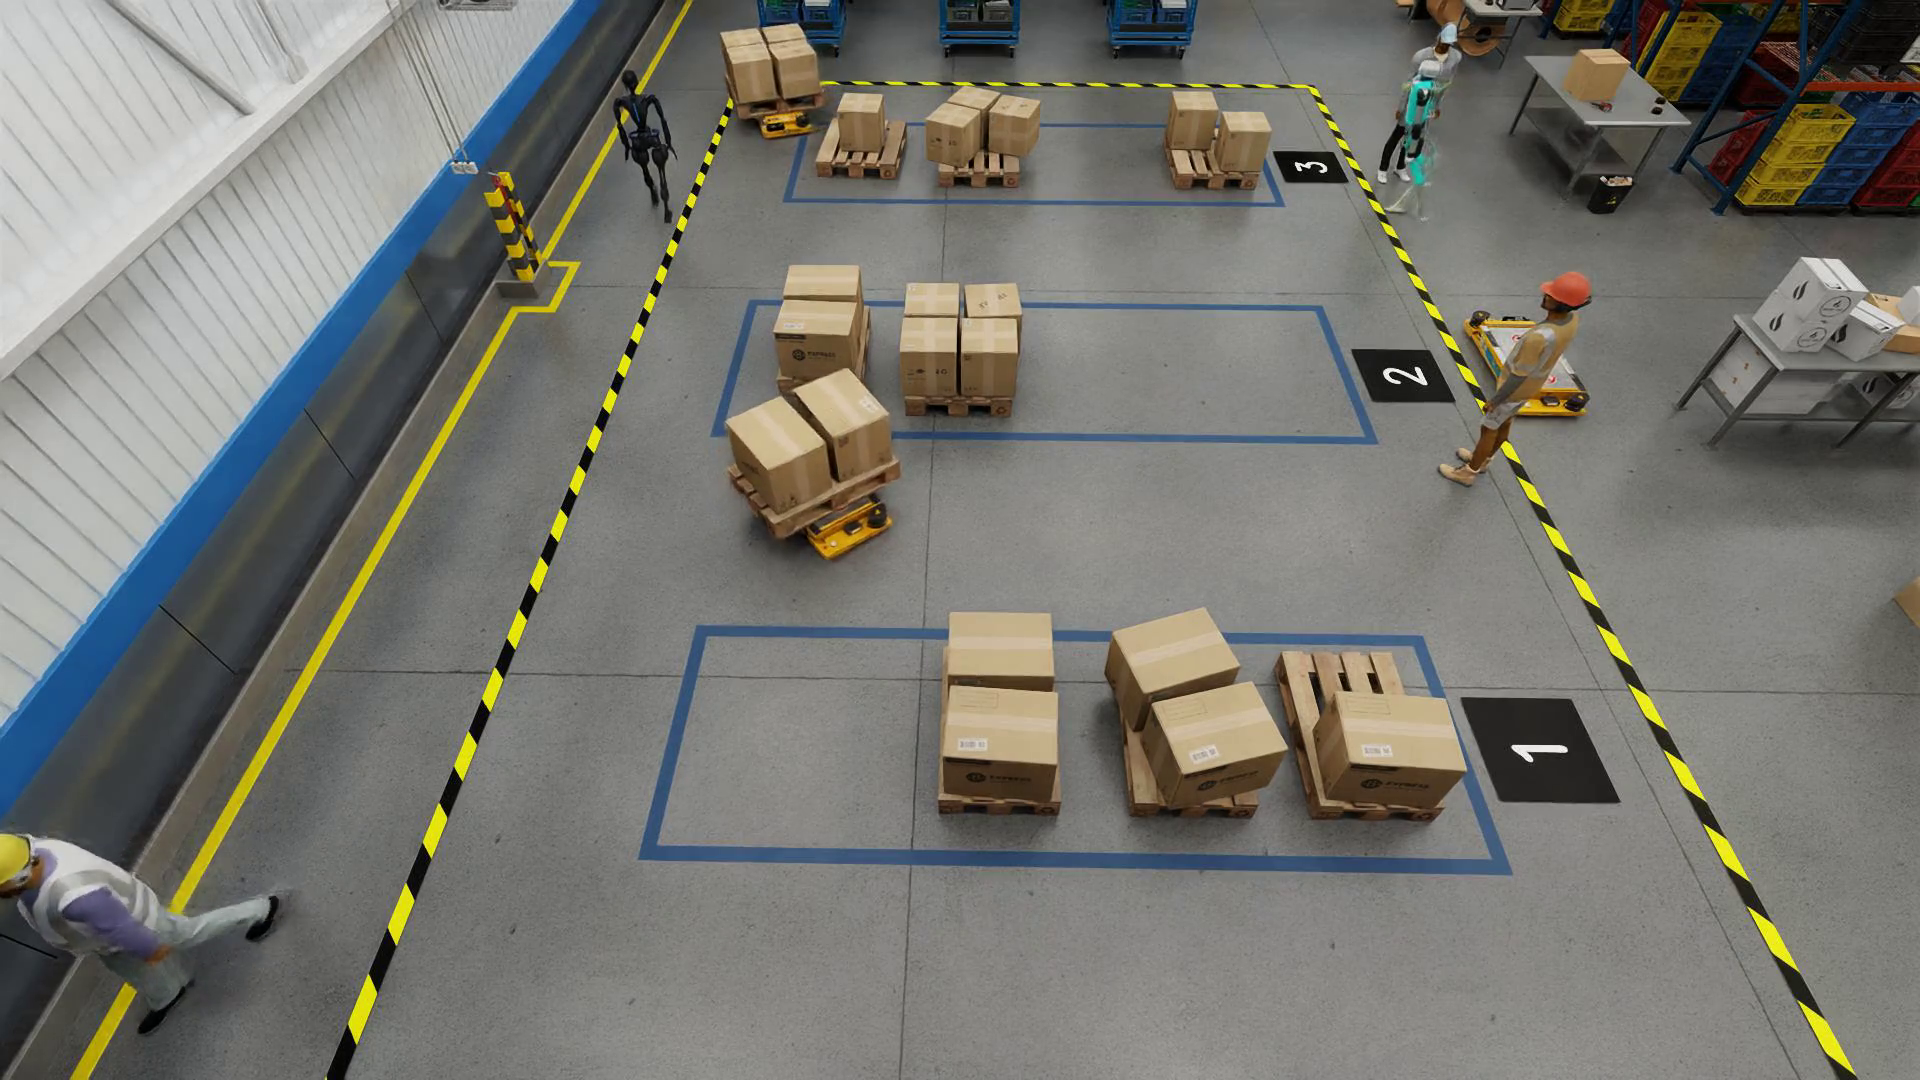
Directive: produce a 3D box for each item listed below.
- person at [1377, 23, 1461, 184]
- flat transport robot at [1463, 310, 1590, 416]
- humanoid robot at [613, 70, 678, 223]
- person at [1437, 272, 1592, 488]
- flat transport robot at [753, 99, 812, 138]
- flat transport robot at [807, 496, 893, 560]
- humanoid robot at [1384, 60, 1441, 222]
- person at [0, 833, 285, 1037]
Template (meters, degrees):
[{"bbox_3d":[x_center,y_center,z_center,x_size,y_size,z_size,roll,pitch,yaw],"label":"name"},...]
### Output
[{"bbox_3d":[5.530,-5.211,10.999,0.588,1.850,0.396,-4,49,-4],"label":"person"},{"bbox_3d":[5.573,-1.757,9.054,0.659,0.231,1.431,1,49,1],"label":"flat transport robot"},{"bbox_3d":[-3.610,-4.586,10.588,0.599,1.628,0.739,-8,50,-7],"label":"humanoid robot"},{"bbox_3d":[4.515,-1.272,7.459,0.612,2.047,0.360,-31,56,-24],"label":"person"},{"bbox_3d":[-2.530,-6.034,12.738,0.652,0.197,1.431,-14,50,-11],"label":"flat transport robot"},{"bbox_3d":[-1.251,-0.462,7.915,0.652,0.197,1.431,-29,55,-23],"label":"flat transport robot"},{"bbox_3d":[5.308,-4.478,10.512,0.761,1.881,0.544,9,50,8],"label":"humanoid robot"},{"bbox_3d":[-4.415,1.955,4.830,0.597,1.796,0.874,20,52,17],"label":"person"}]
